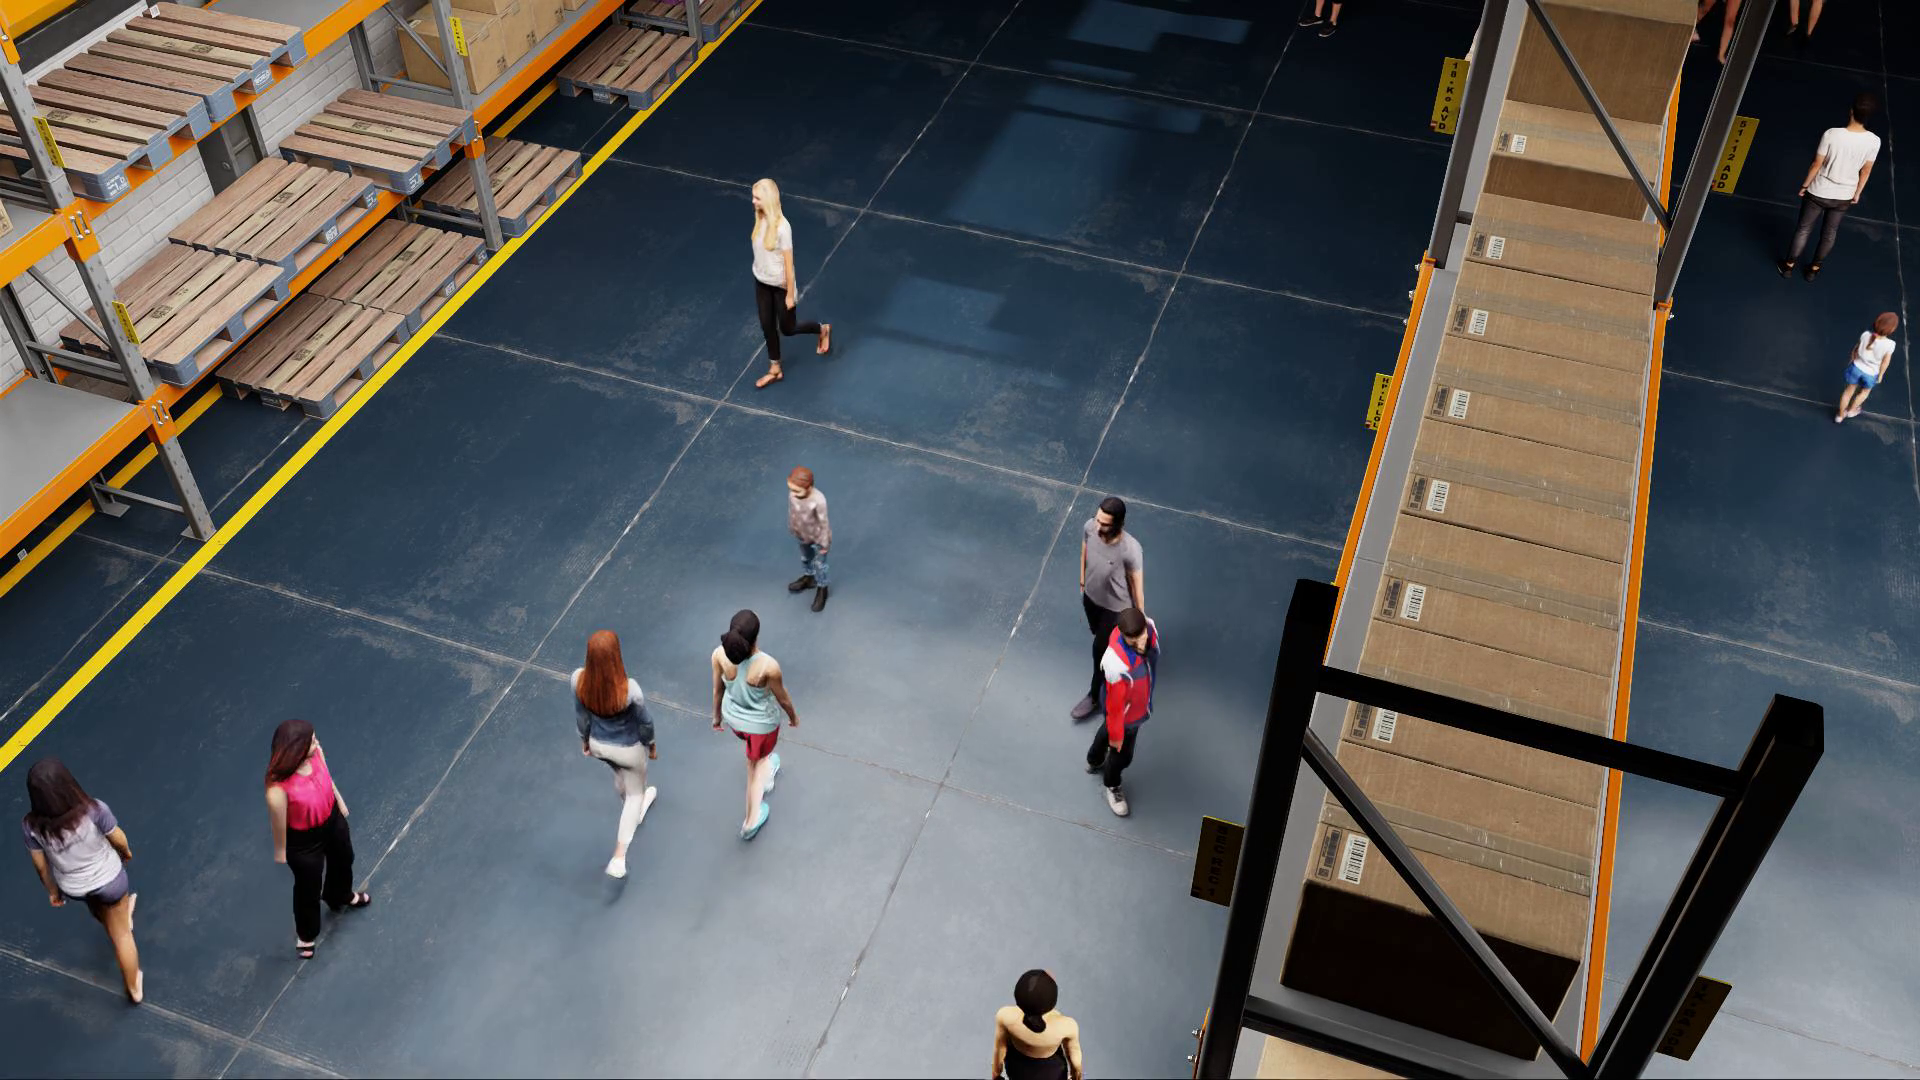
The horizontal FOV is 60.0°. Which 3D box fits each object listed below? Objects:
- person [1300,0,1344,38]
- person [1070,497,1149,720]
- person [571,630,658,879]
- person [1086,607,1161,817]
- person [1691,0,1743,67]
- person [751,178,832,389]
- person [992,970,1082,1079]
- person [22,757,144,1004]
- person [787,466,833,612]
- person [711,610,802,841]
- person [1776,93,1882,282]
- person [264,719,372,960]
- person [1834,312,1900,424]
[{"bbox_3d":[3.916,-6.143,17.348,0.695,1.726,0.655,-23,48,-22],"label":"person"},{"bbox_3d":[1.012,0.339,10.547,1.186,1.722,0.962,-34,53,-30],"label":"person"},{"bbox_3d":[-2.008,1.251,9.618,0.616,1.683,0.989,11,45,12],"label":"person"},{"bbox_3d":[0.971,0.940,9.907,0.839,1.735,0.680,14,45,15],"label":"person"},{"bbox_3d":[7.825,-5.752,17.045,0.798,1.578,1.106,-1,44,-1],"label":"person"},{"bbox_3d":[-1.354,-2.026,12.963,1.062,1.813,0.862,-34,53,-30],"label":"person"},{"bbox_3d":[0.350,2.689,8.153,0.663,1.622,1.032,10,45,11],"label":"person"},{"bbox_3d":[-4.645,1.888,8.937,0.928,1.699,1.045,-13,45,-13],"label":"person"},{"bbox_3d":[-1.009,-0.059,11.353,0.552,1.185,0.554,25,49,24],"label":"person"},{"bbox_3d":[-1.249,1.126,9.705,0.610,1.743,0.833,14,45,15],"label":"person"},{"bbox_3d":[7.348,-2.969,14.019,0.635,1.722,0.537,11,45,12],"label":"person"},{"bbox_3d":[-3.644,1.647,9.240,0.833,1.631,0.507,22,48,22],"label":"person"},{"bbox_3d":[6.947,-1.309,12.788,0.508,1.016,0.561,33,53,30],"label":"person"}]
